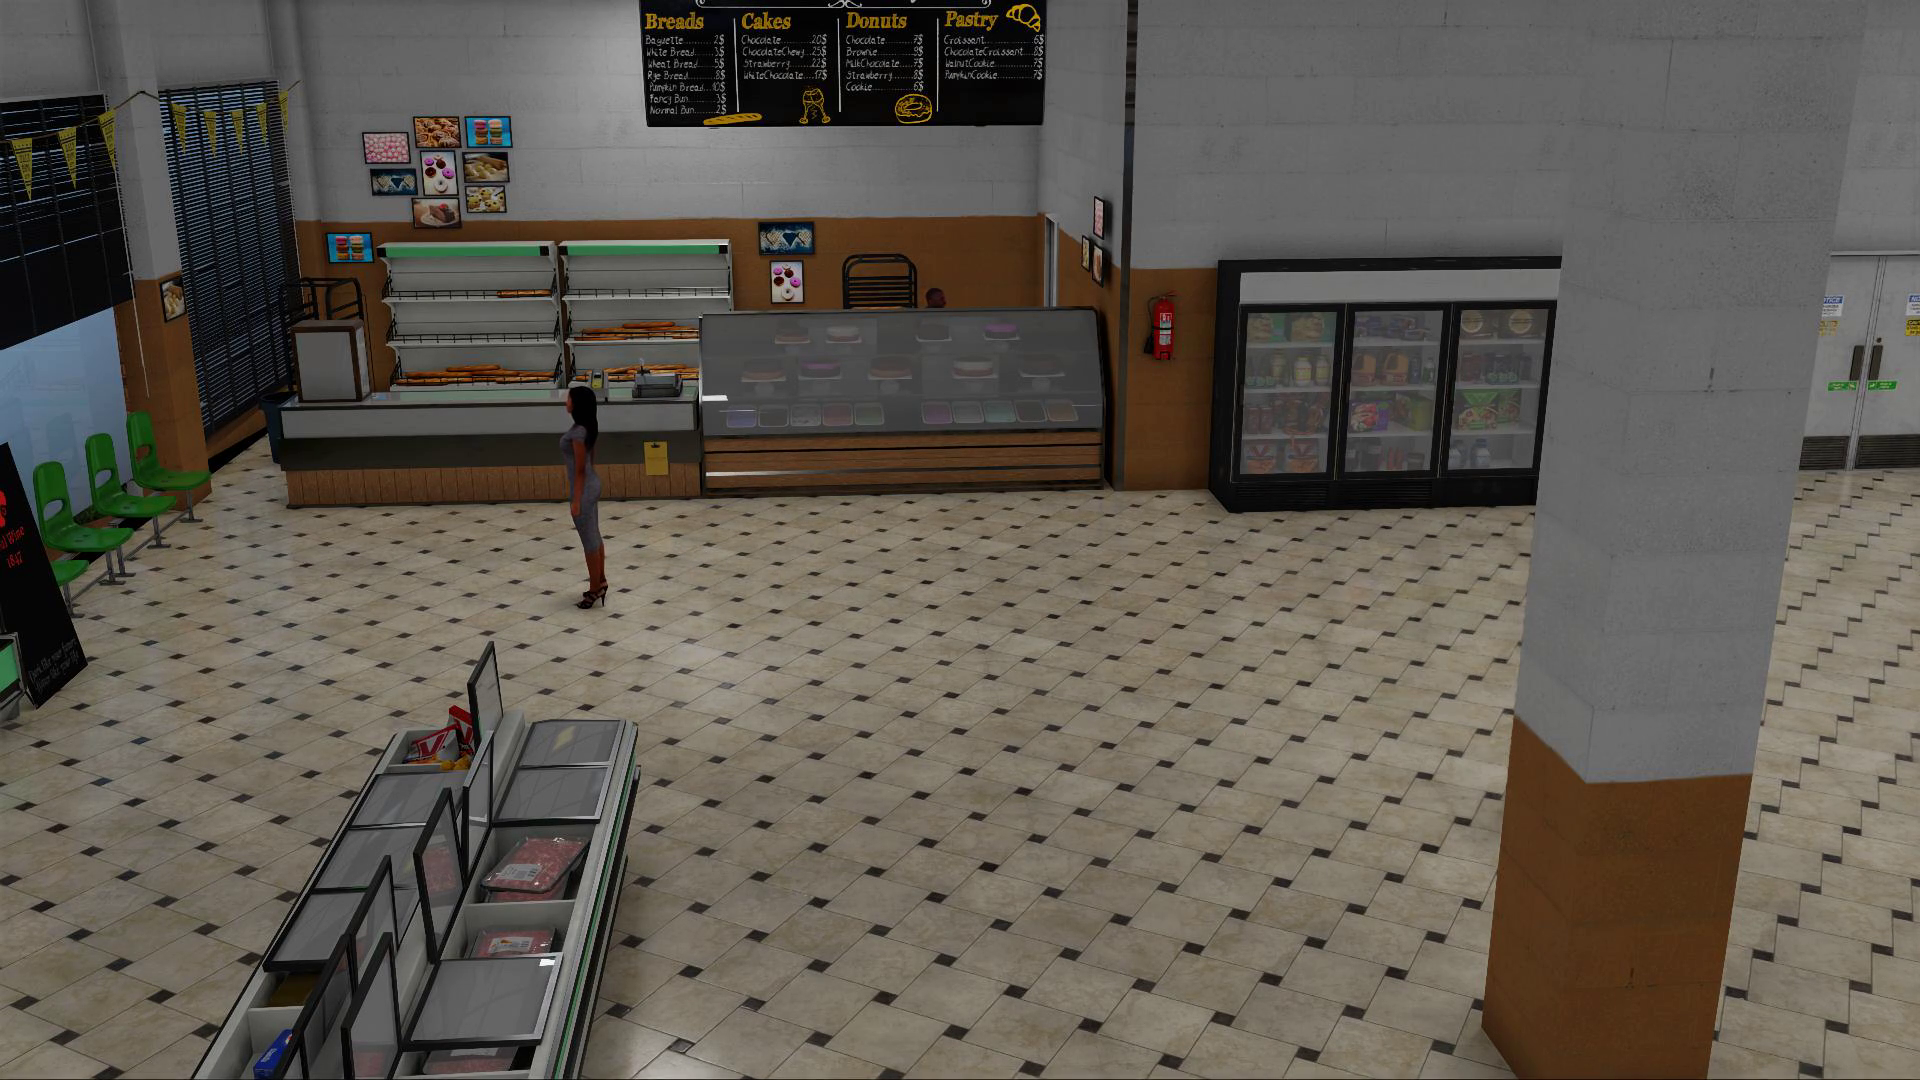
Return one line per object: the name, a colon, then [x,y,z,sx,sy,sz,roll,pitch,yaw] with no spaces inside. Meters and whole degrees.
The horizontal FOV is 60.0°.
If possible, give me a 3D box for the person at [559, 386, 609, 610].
person: [-2.956,-0.346,13.173,0.660,1.781,0.480,0,17,1]
